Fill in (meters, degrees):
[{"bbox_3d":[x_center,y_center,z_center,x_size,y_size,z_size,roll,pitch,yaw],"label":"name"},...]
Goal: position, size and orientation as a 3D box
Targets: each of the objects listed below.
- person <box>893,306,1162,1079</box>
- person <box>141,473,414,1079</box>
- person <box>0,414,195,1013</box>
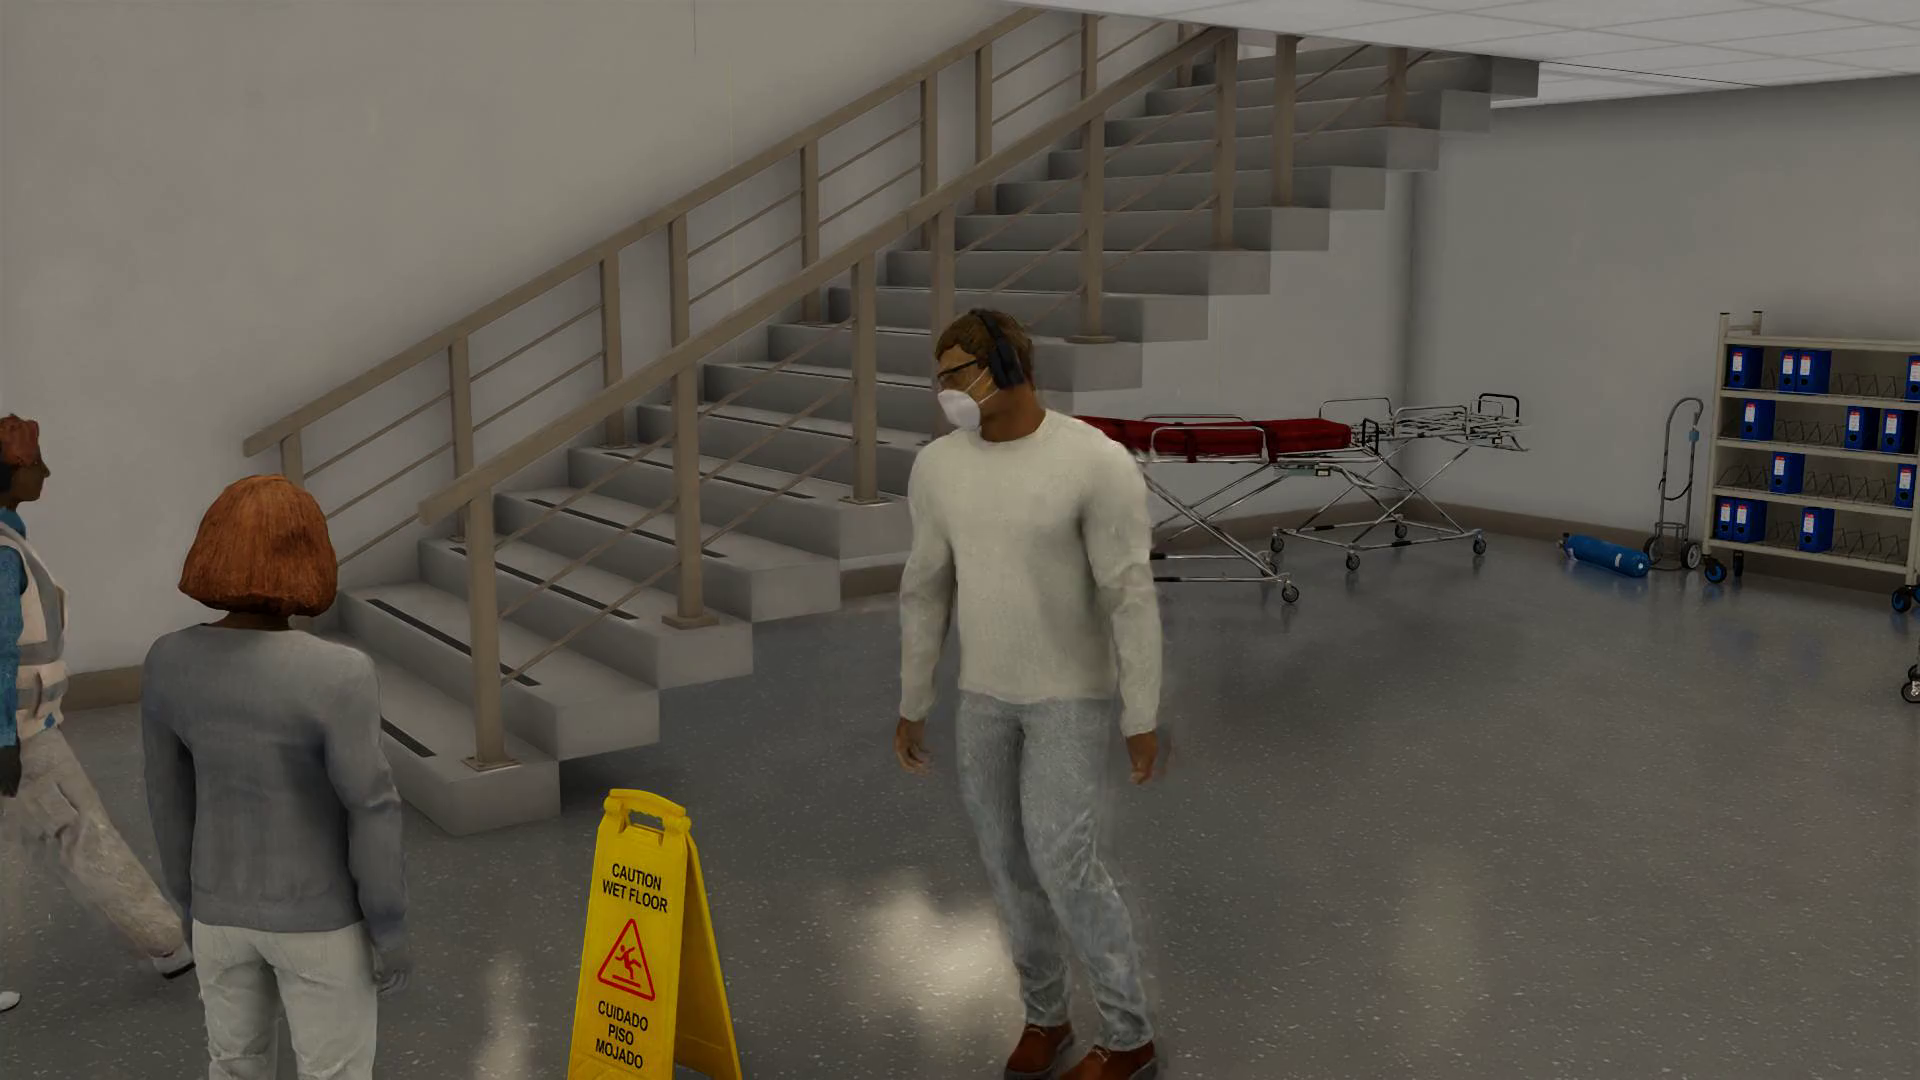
[{"bbox_3d":[0.168,0.394,4.023,0.702,1.901,0.391,8,13,38],"label":"person"},{"bbox_3d":[-1.222,0.692,3.030,0.501,1.633,0.279,3,10,15],"label":"person"},{"bbox_3d":[-2.416,0.466,4.411,0.831,1.591,0.541,-7,12,-37],"label":"person"}]
